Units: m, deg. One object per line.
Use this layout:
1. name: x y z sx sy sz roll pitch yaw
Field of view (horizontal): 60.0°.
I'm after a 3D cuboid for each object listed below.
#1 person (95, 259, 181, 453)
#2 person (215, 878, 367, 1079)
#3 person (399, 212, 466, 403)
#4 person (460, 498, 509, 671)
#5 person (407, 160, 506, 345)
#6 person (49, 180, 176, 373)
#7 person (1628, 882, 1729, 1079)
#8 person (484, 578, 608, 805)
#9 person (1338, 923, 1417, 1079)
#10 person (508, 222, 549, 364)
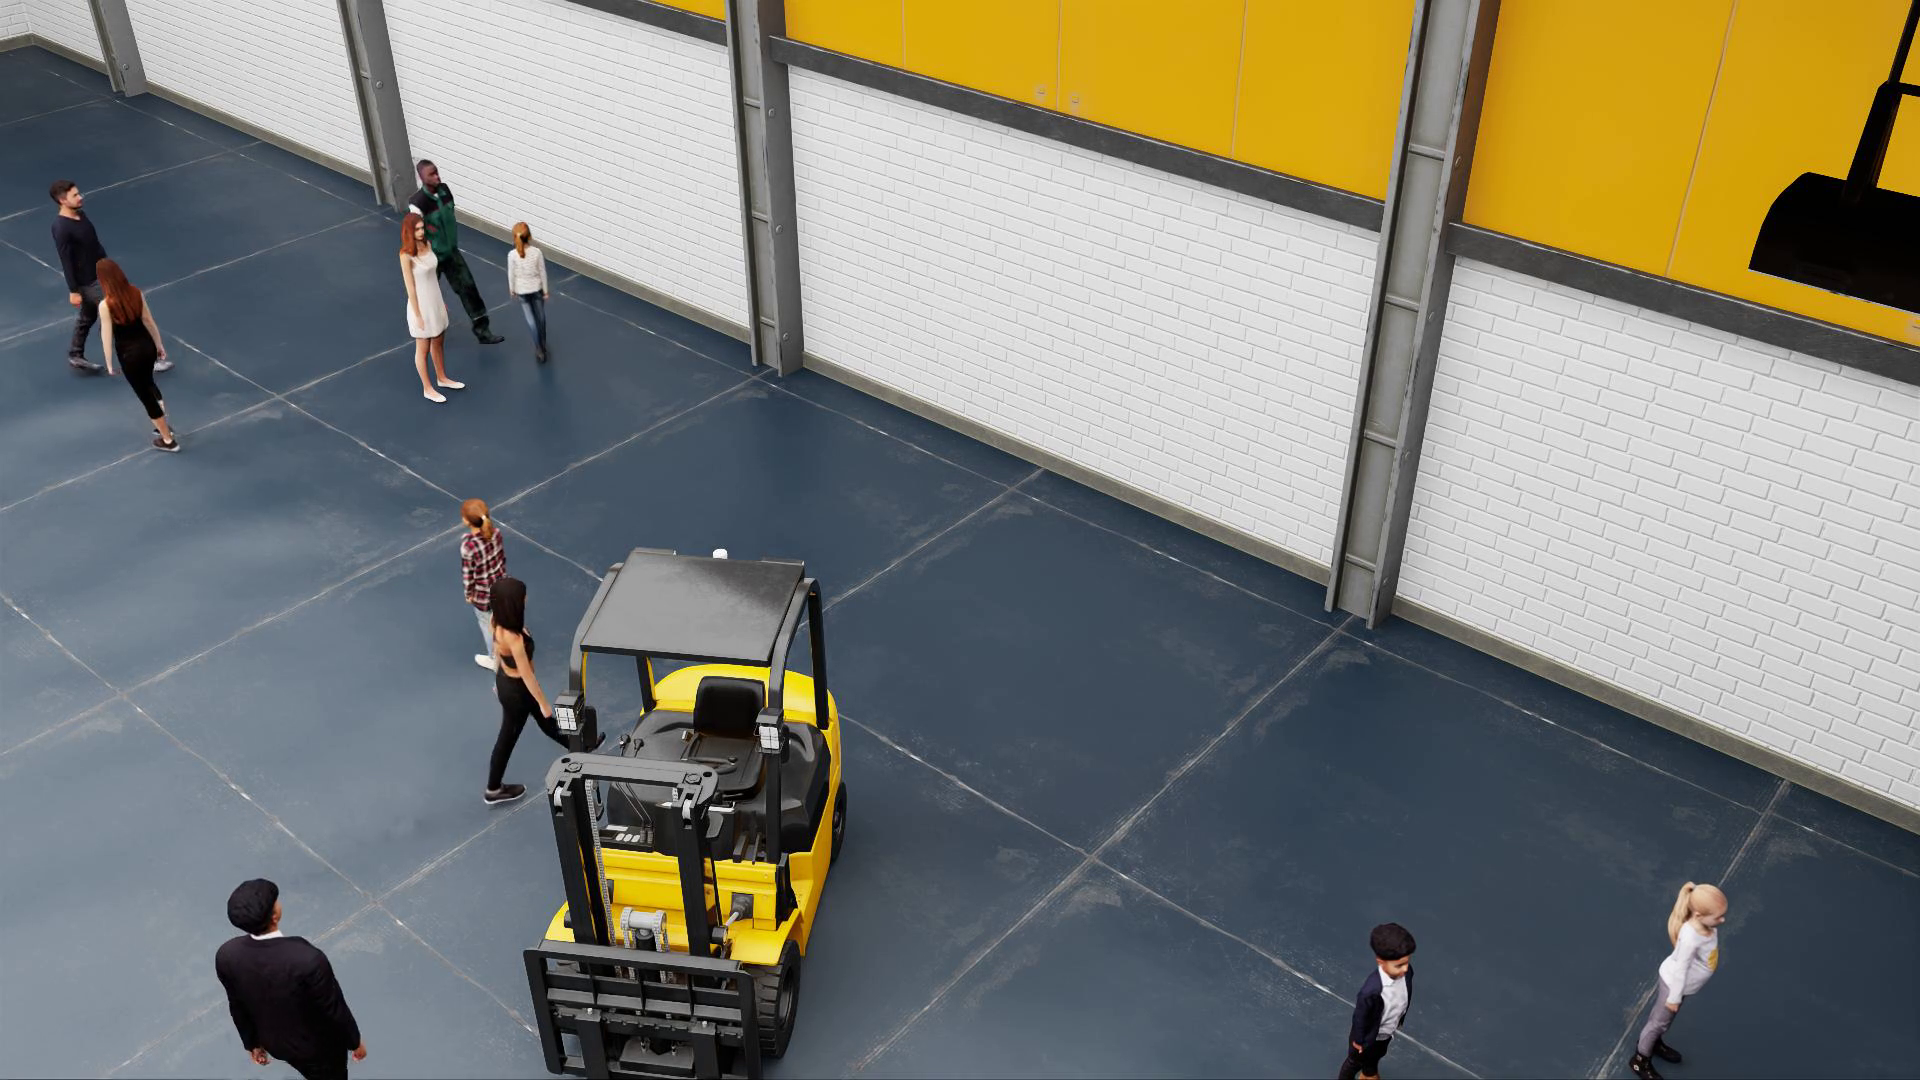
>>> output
1. person: -6.684 -1.488 13.634 0.699 1.717 0.664 16 37 23
2. person: -3.095 2.362 7.712 1.171 1.862 1.088 7 34 10
3. person: -4.655 -2.045 14.483 0.620 1.706 0.620 13 36 19
4. person: -3.215 0.293 11.326 0.551 1.306 0.558 18 38 25
5. person: -4.860 -2.612 15.269 1.297 1.781 0.907 14 36 21
6. person: -7.786 -2.267 14.713 1.240 1.822 1.178 -2 34 -3
7. person: 3.650 2.227 8.442 0.478 1.279 0.482 24 40 31
8. person: -2.759 0.952 10.065 0.894 1.605 1.073 -18 37 -24
9. person: 2.069 2.372 8.275 0.545 1.223 0.538 -21 39 -28
10. person: -3.903 -2.230 15.127 0.687 1.301 0.832 -14 36 -20
